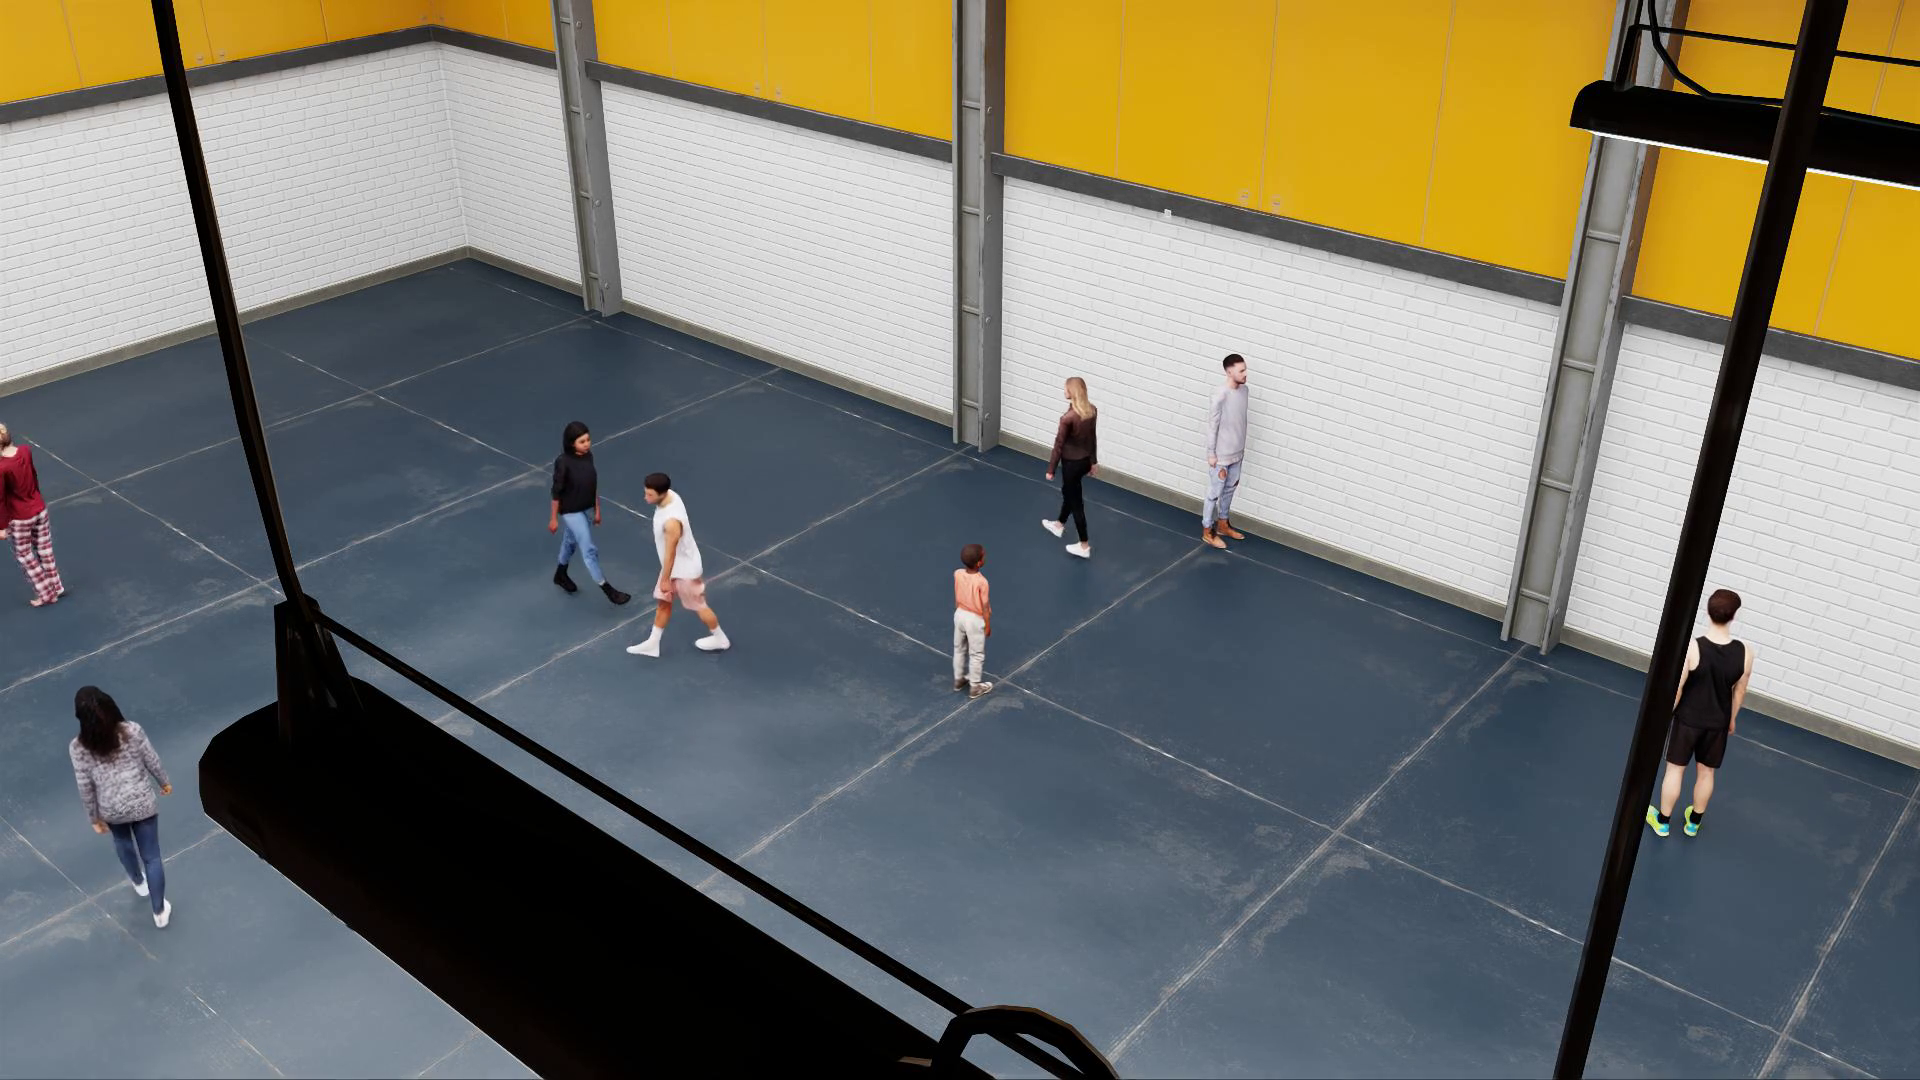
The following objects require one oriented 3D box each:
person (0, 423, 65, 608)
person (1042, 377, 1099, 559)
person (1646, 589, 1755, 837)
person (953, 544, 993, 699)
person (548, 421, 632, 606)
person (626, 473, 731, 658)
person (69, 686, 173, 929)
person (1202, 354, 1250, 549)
[{"bbox_3d":[-7.929,-0.241,14.103,0.691,1.687,0.733,15,32,25],"label":"person"},{"bbox_3d":[1.091,-0.623,14.808,0.867,1.681,0.619,22,35,34],"label":"person"},{"bbox_3d":[5.011,1.198,11.254,0.725,1.889,0.836,4,29,6],"label":"person"},{"bbox_3d":[0.078,0.617,12.925,0.397,1.307,0.539,21,35,33],"label":"person"},{"bbox_3d":[-3.325,-0.237,14.137,1.199,1.646,0.769,17,33,28],"label":"person"},{"bbox_3d":[-2.156,0.196,13.270,1.126,1.716,1.158,-5,29,-9],"label":"person"},{"bbox_3d":[-5.252,1.724,10.479,0.842,1.706,0.949,-10,30,-18],"label":"person"},{"bbox_3d":[2.398,-0.832,15.027,0.694,1.839,0.600,-25,37,-38],"label":"person"}]
